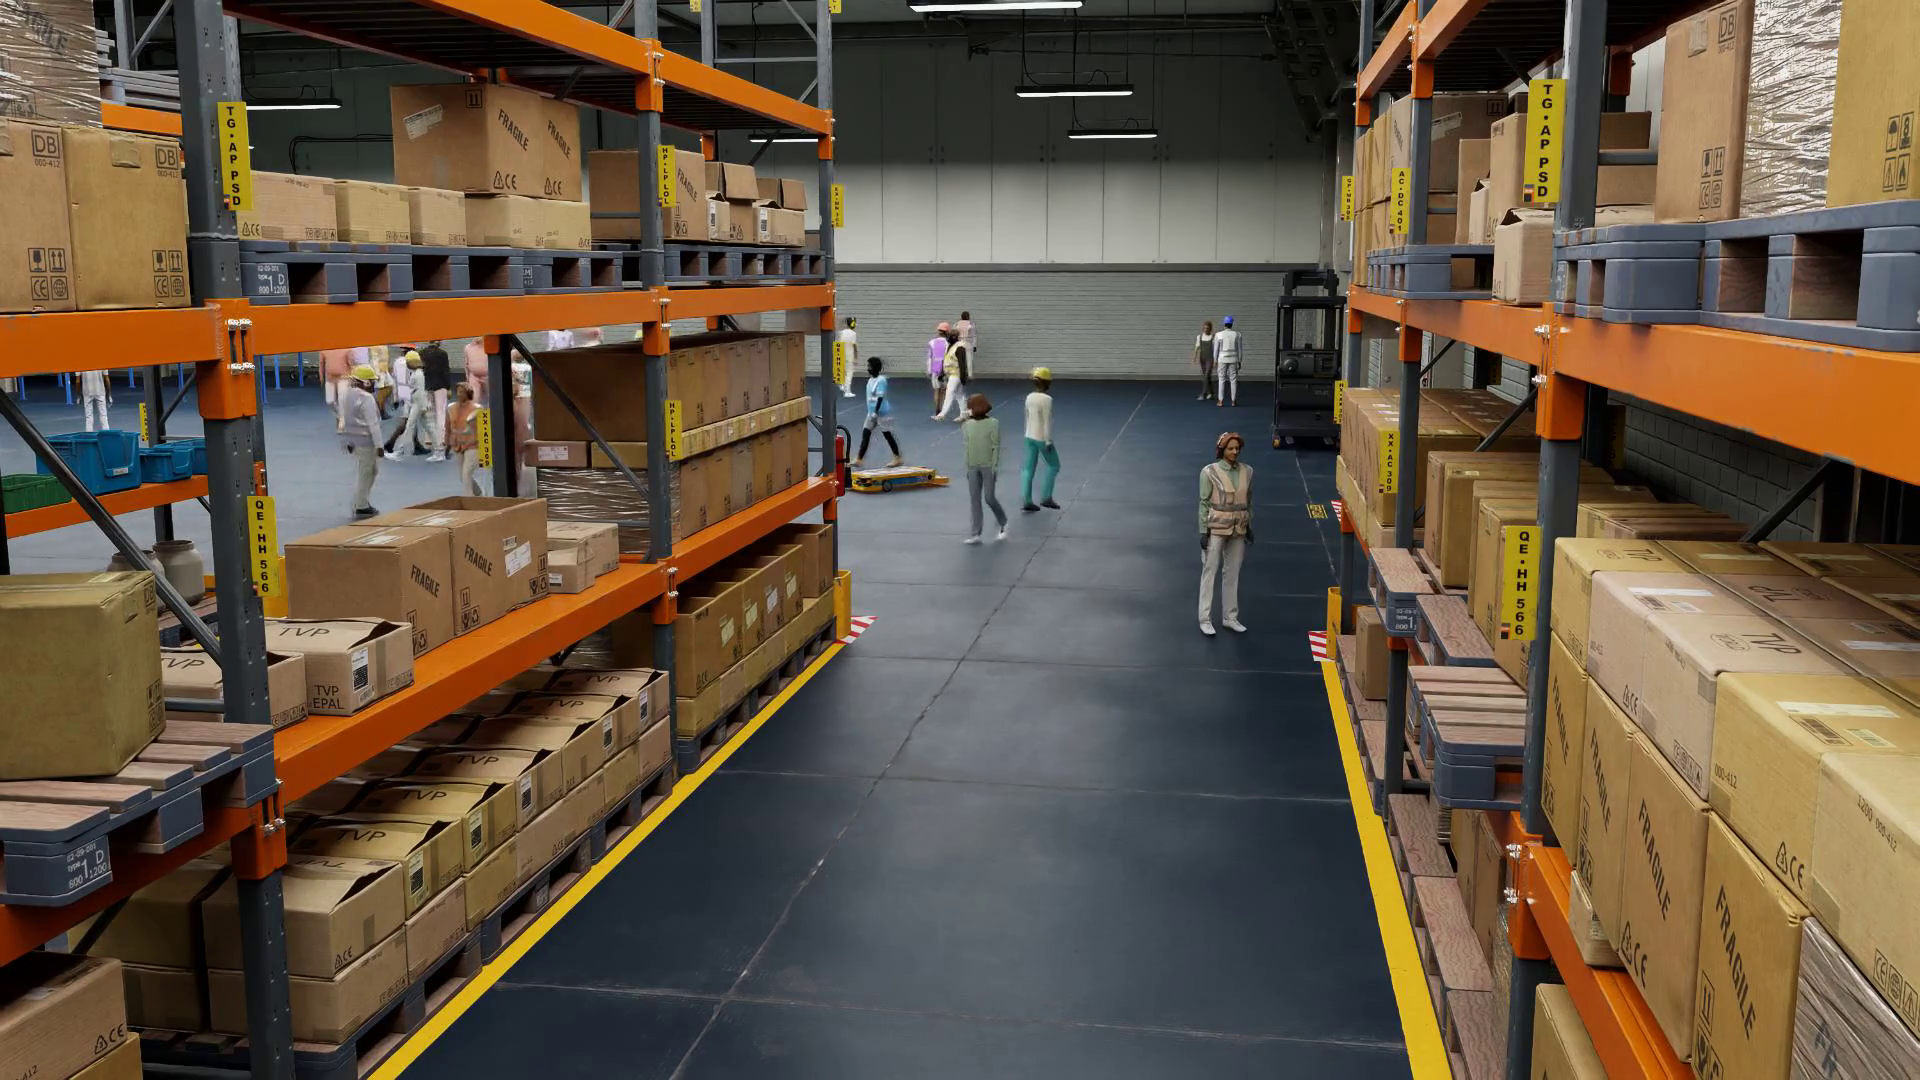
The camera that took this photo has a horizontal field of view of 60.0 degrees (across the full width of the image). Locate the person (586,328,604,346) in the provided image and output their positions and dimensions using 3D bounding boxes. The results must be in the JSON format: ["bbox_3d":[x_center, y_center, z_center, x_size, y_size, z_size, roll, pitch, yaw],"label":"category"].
[{"bbox_3d":[-6.781,-2.995,30.803,0.880,1.880,0.643,-8,12,-39],"label":"person"}]

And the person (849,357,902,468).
[{"bbox_3d":[-1.242,-1.885,24.646,0.861,1.648,0.538,-5,11,-30],"label":"person"}]

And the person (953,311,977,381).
[{"bbox_3d":[0.143,-5.166,44.300,0.633,1.839,0.429,2,9,14],"label":"person"}]

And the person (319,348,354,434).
[{"bbox_3d":[-11.239,-2.920,30.044,0.630,1.978,0.687,-1,9,-5],"label":"person"}]

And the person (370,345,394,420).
[{"bbox_3d":[-11.365,-3.331,32.729,0.419,1.917,0.578,0,9,3],"label":"person"}]

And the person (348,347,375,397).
[{"bbox_3d":[-11.478,-3.153,31.776,0.558,1.870,0.668,3,10,19],"label":"person"}]

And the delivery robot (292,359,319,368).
[{"bbox_3d":[-17.528,-4.723,44.563,0.698,0.223,0.335,1,9,5],"label":"delivery robot"}]

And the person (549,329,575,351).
[{"bbox_3d":[-9.034,-4.154,37.826,0.620,1.911,0.420,-7,11,-36],"label":"person"}]

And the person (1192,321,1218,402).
[{"bbox_3d":[5.598,-4.034,37.505,0.510,1.796,1.006,7,11,35],"label":"person"}]

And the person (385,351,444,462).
[{"bbox_3d":[-8.365,-2.039,25.439,0.901,1.689,0.501,-3,10,-17],"label":"person"}]

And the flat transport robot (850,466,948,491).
[{"bbox_3d":[-0.924,-0.839,22.566,1.431,0.197,0.652,-8,12,-39],"label":"flat transport robot"}]

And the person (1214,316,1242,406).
[{"bbox_3d":[5.798,-3.878,36.016,0.617,1.946,0.396,0,9,2],"label":"person"}]

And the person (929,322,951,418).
[{"bbox_3d":[-0.369,-3.334,32.791,0.569,1.916,0.434,2,10,15],"label":"person"}]

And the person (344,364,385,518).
[{"bbox_3d":[-7.059,-1.181,19.788,0.456,1.812,0.611,-8,12,-41],"label":"person"}]

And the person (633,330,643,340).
[{"bbox_3d":[-6.352,-3.280,32.983,0.747,1.738,0.549,-8,12,-40],"label":"person"}]

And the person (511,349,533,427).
[{"bbox_3d":[-7.364,-2.407,27.926,0.545,1.623,0.382,1,9,5],"label":"person"}]

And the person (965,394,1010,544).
[{"bbox_3d":[0.240,-0.776,17.994,0.533,1.598,0.577,7,12,37],"label":"person"}]

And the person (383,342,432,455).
[{"bbox_3d":[-8.783,-2.263,26.264,0.557,1.899,0.893,7,12,37],"label":"person"}]

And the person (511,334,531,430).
[{"bbox_3d":[-7.877,-2.732,29.358,0.551,1.812,0.961,1,9,4],"label":"person"}]

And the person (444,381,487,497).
[{"bbox_3d":[-5.896,-1.105,19.953,0.519,1.618,0.741,3,10,17],"label":"person"}]

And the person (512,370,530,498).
[{"bbox_3d":[-4.796,-0.873,17.710,0.437,1.882,0.738,-2,9,-10],"label":"person"}]

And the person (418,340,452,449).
[{"bbox_3d":[-8.646,-2.513,27.457,0.621,1.992,0.397,4,10,23],"label":"person"}]

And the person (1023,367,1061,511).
[{"bbox_3d":[1.005,-1.228,20.266,0.610,1.742,0.545,-6,11,-34],"label":"person"}]

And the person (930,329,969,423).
[{"bbox_3d":[-0.209,-3.151,32.008,0.926,1.800,0.648,-3,10,-20],"label":"person"}]

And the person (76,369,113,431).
[{"bbox_3d":[-13.763,-2.284,26.432,0.514,1.872,0.328,-4,10,-25],"label":"person"}]

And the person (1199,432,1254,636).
[{"bbox_3d":[2.141,-0.056,13.400,0.523,1.638,0.311,-5,10,-26],"label":"person"}]

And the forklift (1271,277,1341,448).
[{"bbox_3d":[5.847,-3.016,27.970,1.129,2.768,1.873,1,9,9],"label":"forklift"}]

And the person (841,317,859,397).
[{"bbox_3d":[-2.544,-4.248,38.581,0.417,1.852,0.560,-7,12,-37],"label":"person"}]

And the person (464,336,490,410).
[{"bbox_3d":[-8.996,-3.081,31.330,0.649,1.873,0.897,0,9,-1],"label":"person"}]

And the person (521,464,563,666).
[{"bbox_3d":[-2.938,-0.011,12.281,0.616,1.920,0.992,2,9,10],"label":"person"}]
